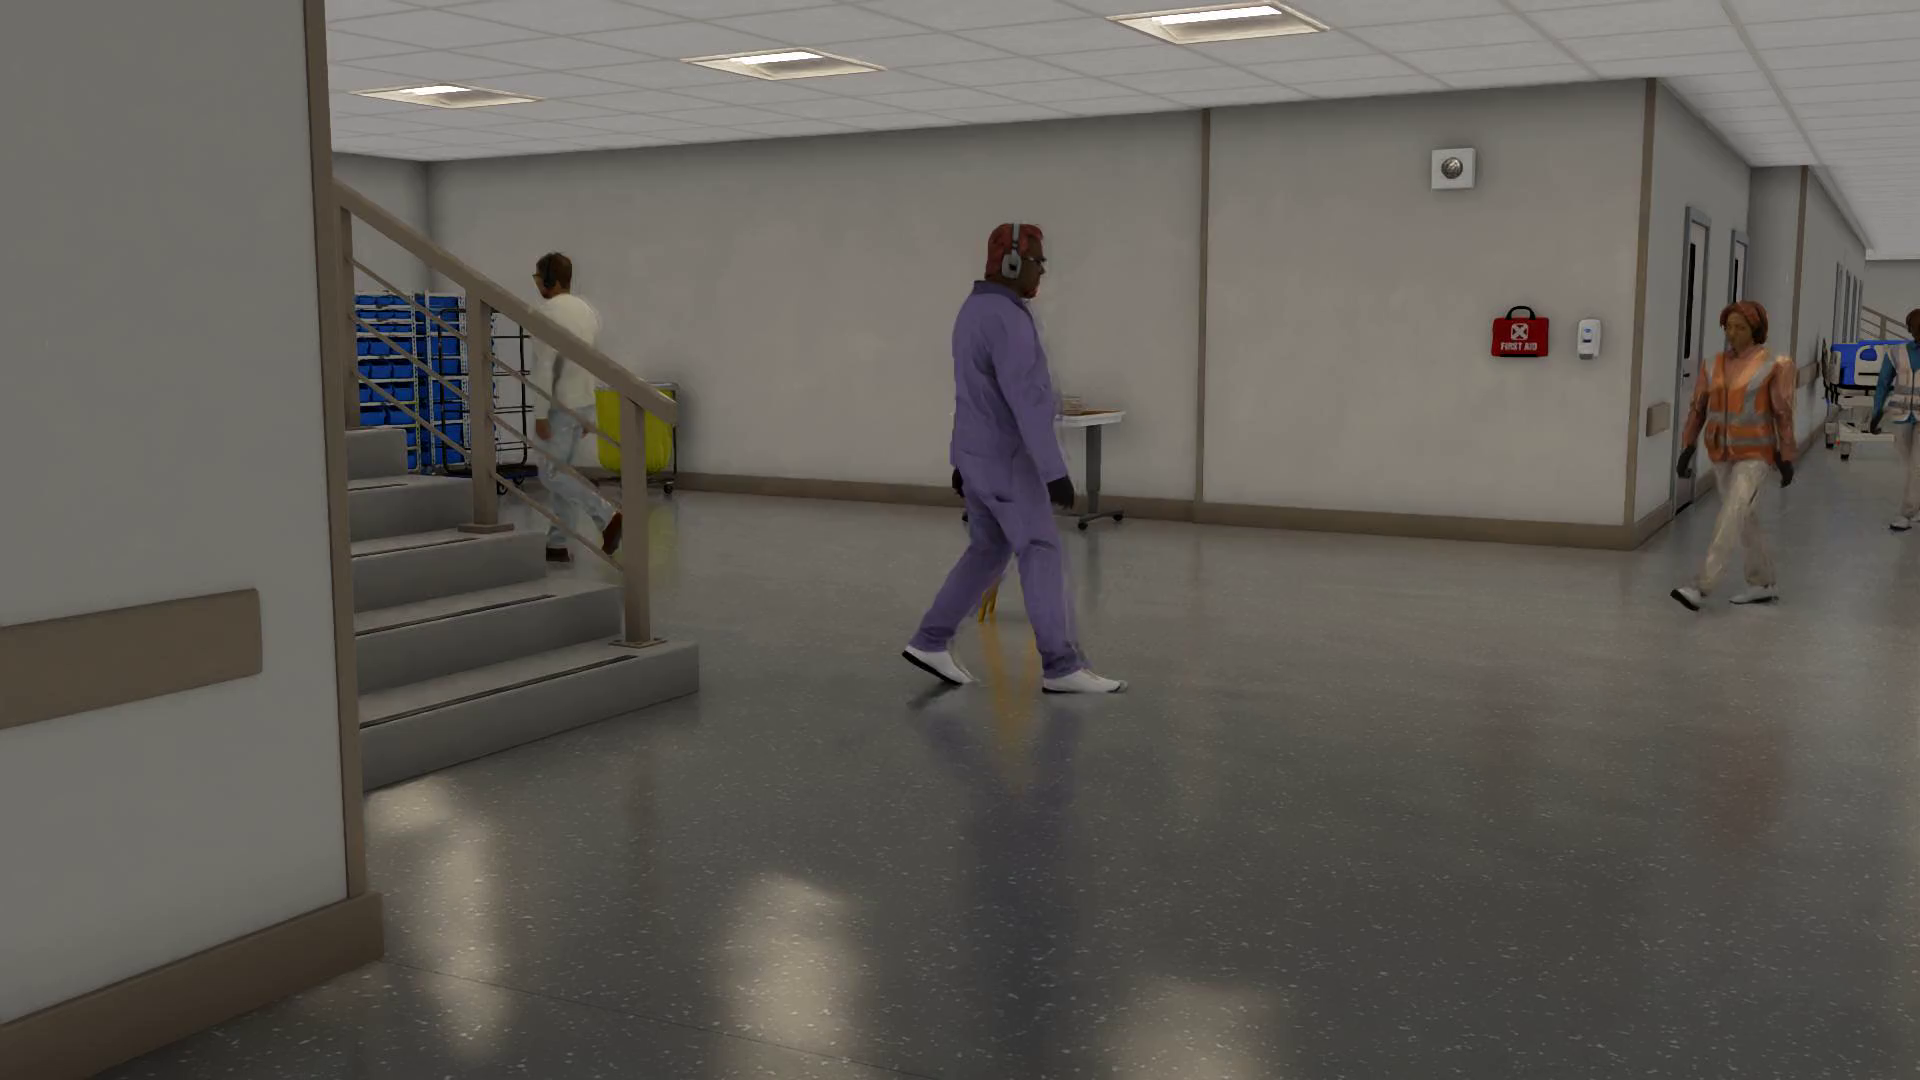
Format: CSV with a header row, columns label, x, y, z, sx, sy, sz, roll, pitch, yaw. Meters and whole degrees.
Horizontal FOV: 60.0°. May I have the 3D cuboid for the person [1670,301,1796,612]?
label,x,y,z,sx,sy,sz,roll,pitch,yaw
person,3.939,-0.420,8.520,0.896,1.579,0.548,-4,8,-26

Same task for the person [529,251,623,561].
label,x,y,z,sx,sy,sz,roll,pitch,yaw
person,-2.360,-0.794,10.134,0.734,1.918,0.639,2,8,17

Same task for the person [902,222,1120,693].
label,x,y,z,sx,sy,sz,roll,pitch,yaw
person,0.229,-0.304,6.602,0.853,1.863,0.695,-1,8,-10

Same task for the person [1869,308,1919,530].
label,x,y,z,sx,sy,sz,roll,pitch,yaw
person,6.948,-0.887,12.089,0.873,1.592,0.536,-6,10,-40
